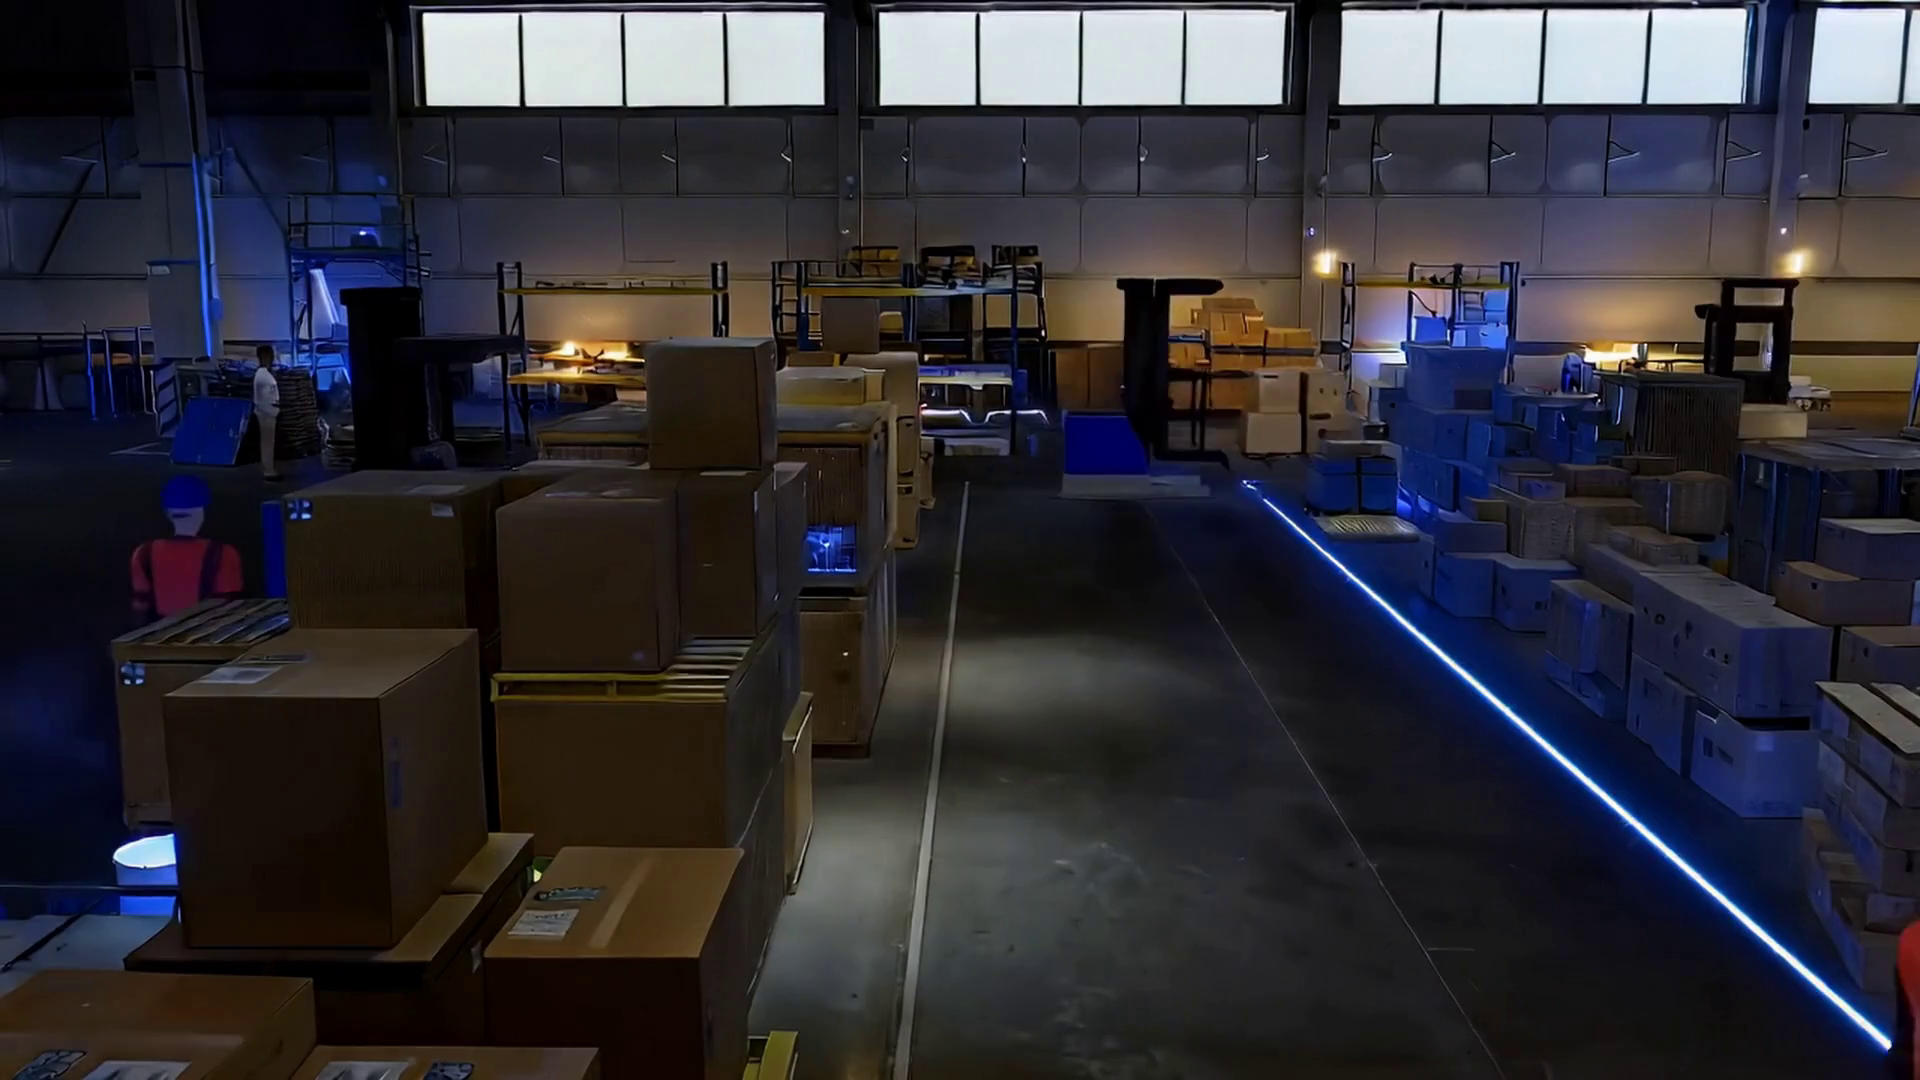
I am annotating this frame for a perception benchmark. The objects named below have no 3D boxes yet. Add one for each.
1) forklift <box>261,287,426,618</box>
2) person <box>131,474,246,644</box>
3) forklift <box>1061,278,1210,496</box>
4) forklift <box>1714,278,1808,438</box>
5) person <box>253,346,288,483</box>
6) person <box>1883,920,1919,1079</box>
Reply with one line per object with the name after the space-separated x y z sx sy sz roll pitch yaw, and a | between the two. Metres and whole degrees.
-4.770 -0.711 13.897 1.873 2.768 1.129 0 9 1 | forklift
-4.074 0.602 8.903 0.551 1.914 0.696 0 9 -1 | person
2.281 -2.009 21.670 1.873 2.768 1.129 0 9 1 | forklift
10.786 -2.180 22.690 1.129 2.768 1.873 2 10 10 | forklift
-9.547 -1.727 22.960 0.355 1.884 0.575 -5 11 -26 | person
2.272 1.501 3.625 0.759 1.878 0.610 -8 12 -39 | person
